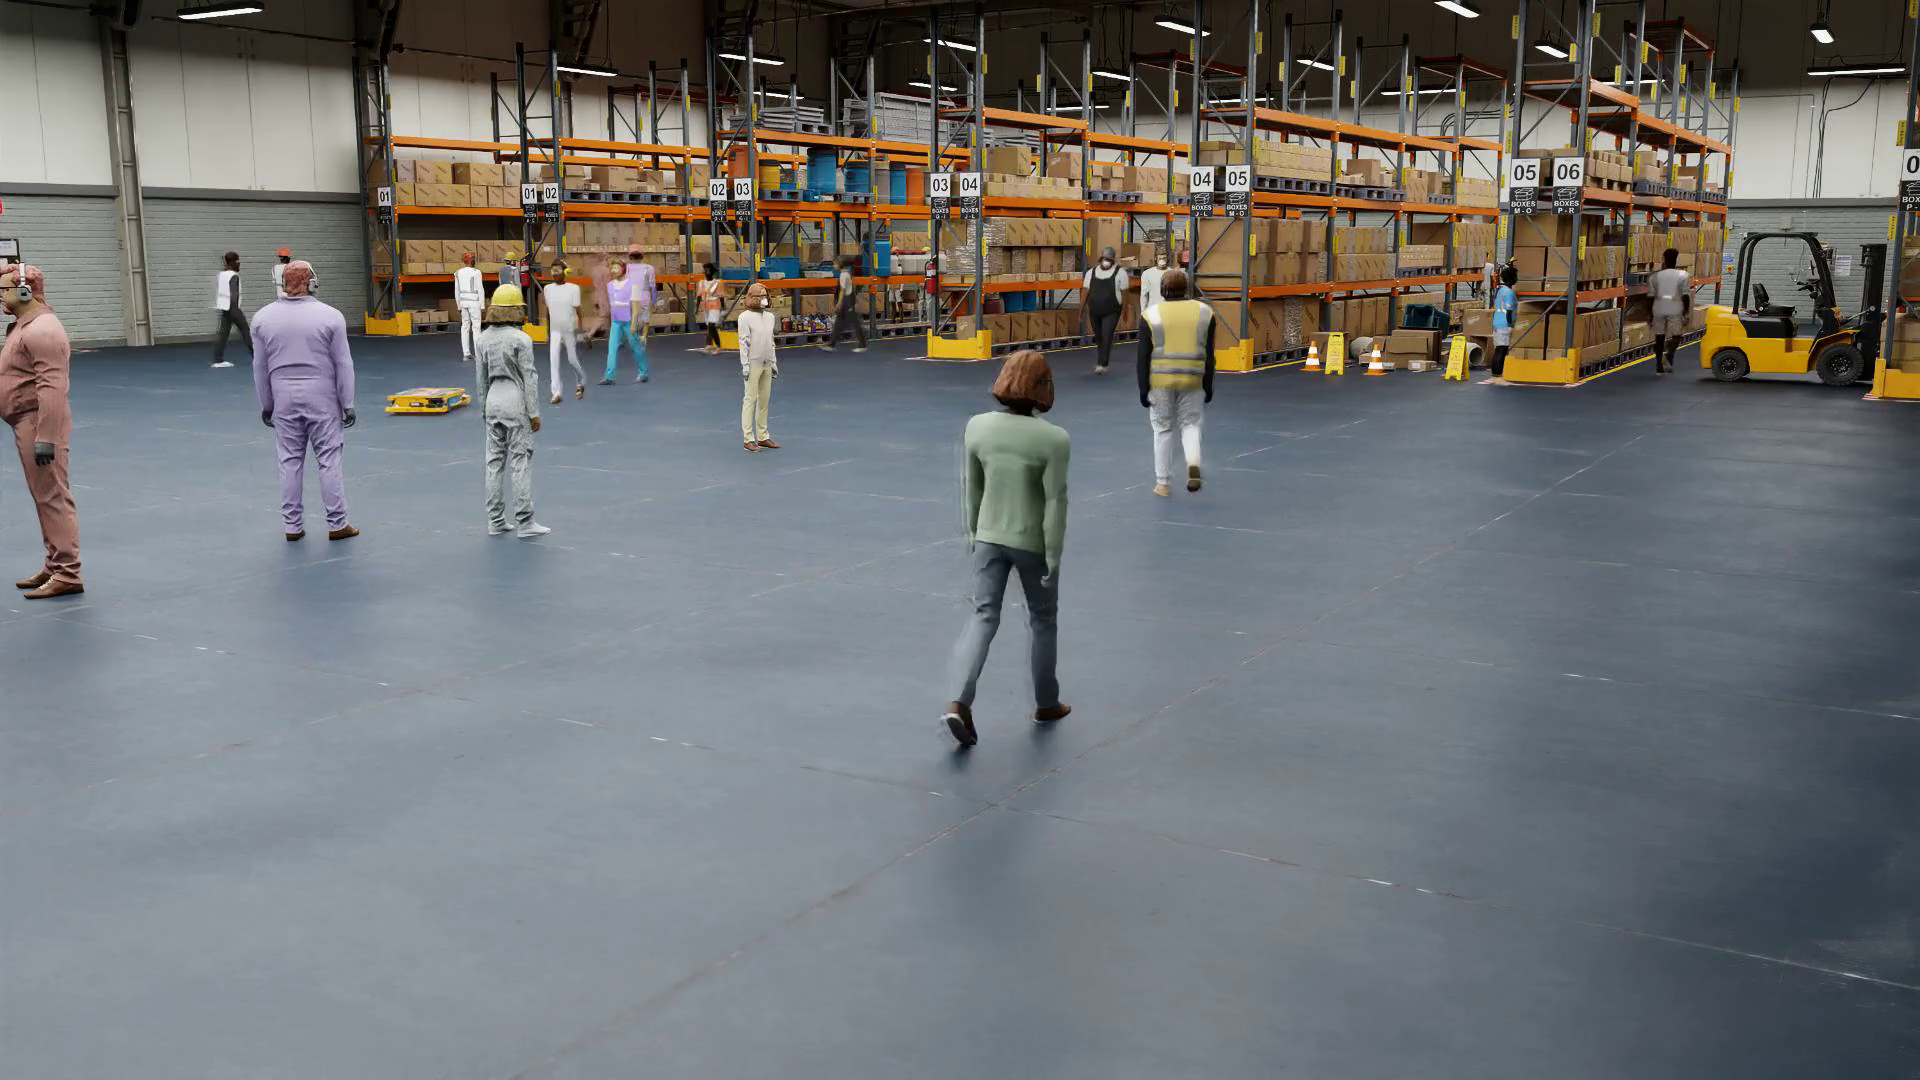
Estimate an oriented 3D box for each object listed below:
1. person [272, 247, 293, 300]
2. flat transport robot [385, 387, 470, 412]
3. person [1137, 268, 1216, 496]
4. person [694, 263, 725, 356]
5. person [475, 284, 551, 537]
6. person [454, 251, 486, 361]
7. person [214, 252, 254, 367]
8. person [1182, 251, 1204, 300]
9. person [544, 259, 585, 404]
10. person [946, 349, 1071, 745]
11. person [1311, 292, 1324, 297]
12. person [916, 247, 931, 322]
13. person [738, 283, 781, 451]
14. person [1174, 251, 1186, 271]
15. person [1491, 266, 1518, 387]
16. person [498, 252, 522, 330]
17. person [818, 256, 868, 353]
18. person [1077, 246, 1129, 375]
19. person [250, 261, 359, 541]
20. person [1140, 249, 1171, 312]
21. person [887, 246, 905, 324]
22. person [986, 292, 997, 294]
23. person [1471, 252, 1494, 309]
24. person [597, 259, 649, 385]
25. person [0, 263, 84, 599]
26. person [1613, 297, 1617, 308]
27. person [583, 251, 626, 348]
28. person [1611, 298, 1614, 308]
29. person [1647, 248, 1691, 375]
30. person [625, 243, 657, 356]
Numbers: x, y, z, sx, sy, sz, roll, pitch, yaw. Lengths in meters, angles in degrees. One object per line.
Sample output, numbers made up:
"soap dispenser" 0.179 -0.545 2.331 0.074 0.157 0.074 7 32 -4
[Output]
"person" -13.580 -4.924 33.558 0.551 1.936 0.357 4 11 23
"flat transport robot" -6.450 -1.704 20.193 0.652 0.197 1.431 0 10 -3
"person" 1.715 -1.237 13.214 0.636 1.825 0.549 0 10 -3
"person" -4.527 -4.121 29.845 0.541 1.655 0.862 7 12 33
"person" -3.109 -0.894 11.530 0.492 1.742 0.319 5 11 25
"person" -8.434 -4.029 28.699 0.573 1.883 0.357 4 11 23
"person" -11.895 -3.793 27.404 0.996 1.865 0.620 -10 14 -44
"person" 4.023 -4.120 29.211 0.561 1.889 0.986 4 11 20
"person" -5.046 -2.676 21.291 0.527 1.831 0.909 1 10 8
"person" 0.202 0.026 6.778 0.509 1.603 0.783 5 11 28
"person" 10.042 -7.276 46.599 0.392 1.986 0.610 -10 14 -44
"person" -0.852 -6.393 41.816 0.587 1.927 0.363 7 12 34
"person" -1.967 -1.691 16.300 0.281 1.633 0.500 6 12 32
"person" 4.510 -4.874 33.487 0.589 1.864 0.652 7 12 33
"person" 7.746 -3.032 23.633 0.318 1.695 0.538 1 10 5
"person" -9.679 -5.301 35.963 0.586 1.833 0.403 6 12 30
"person" -2.165 -4.330 30.671 1.004 1.774 0.496 -2 10 -10
"person" 2.184 -3.576 25.719 0.712 2.000 1.007 6 12 29
"person" -4.444 -0.941 11.345 0.652 1.904 0.403 -1 10 -3
"person" 3.062 -3.459 25.354 0.630 1.940 0.372 0 10 -1
"person" -1.536 -5.990 39.520 0.545 1.942 0.354 9 14 42
"person" 0.913 -7.635 48.448 0.606 2.044 0.373 1 10 5
"person" 12.307 -5.884 39.164 0.510 1.860 0.334 2 10 13
"person" -4.845 -3.136 23.953 0.581 1.799 0.955 6 12 30
"person" -5.311 -0.623 9.556 0.408 1.906 0.652 -7 12 -34
"person" 16.172 -6.129 40.581 0.626 1.844 0.429 -7 12 -35
"person" -6.927 -4.658 32.217 0.857 1.880 0.646 -6 12 -30
"person" 16.156 -6.225 40.938 0.742 1.906 0.595 -1 10 -4
"person" 10.865 -3.494 25.505 0.642 1.947 0.422 7 12 35
"person" -5.615 -4.157 29.030 0.624 2.021 0.697 -1 10 -5
